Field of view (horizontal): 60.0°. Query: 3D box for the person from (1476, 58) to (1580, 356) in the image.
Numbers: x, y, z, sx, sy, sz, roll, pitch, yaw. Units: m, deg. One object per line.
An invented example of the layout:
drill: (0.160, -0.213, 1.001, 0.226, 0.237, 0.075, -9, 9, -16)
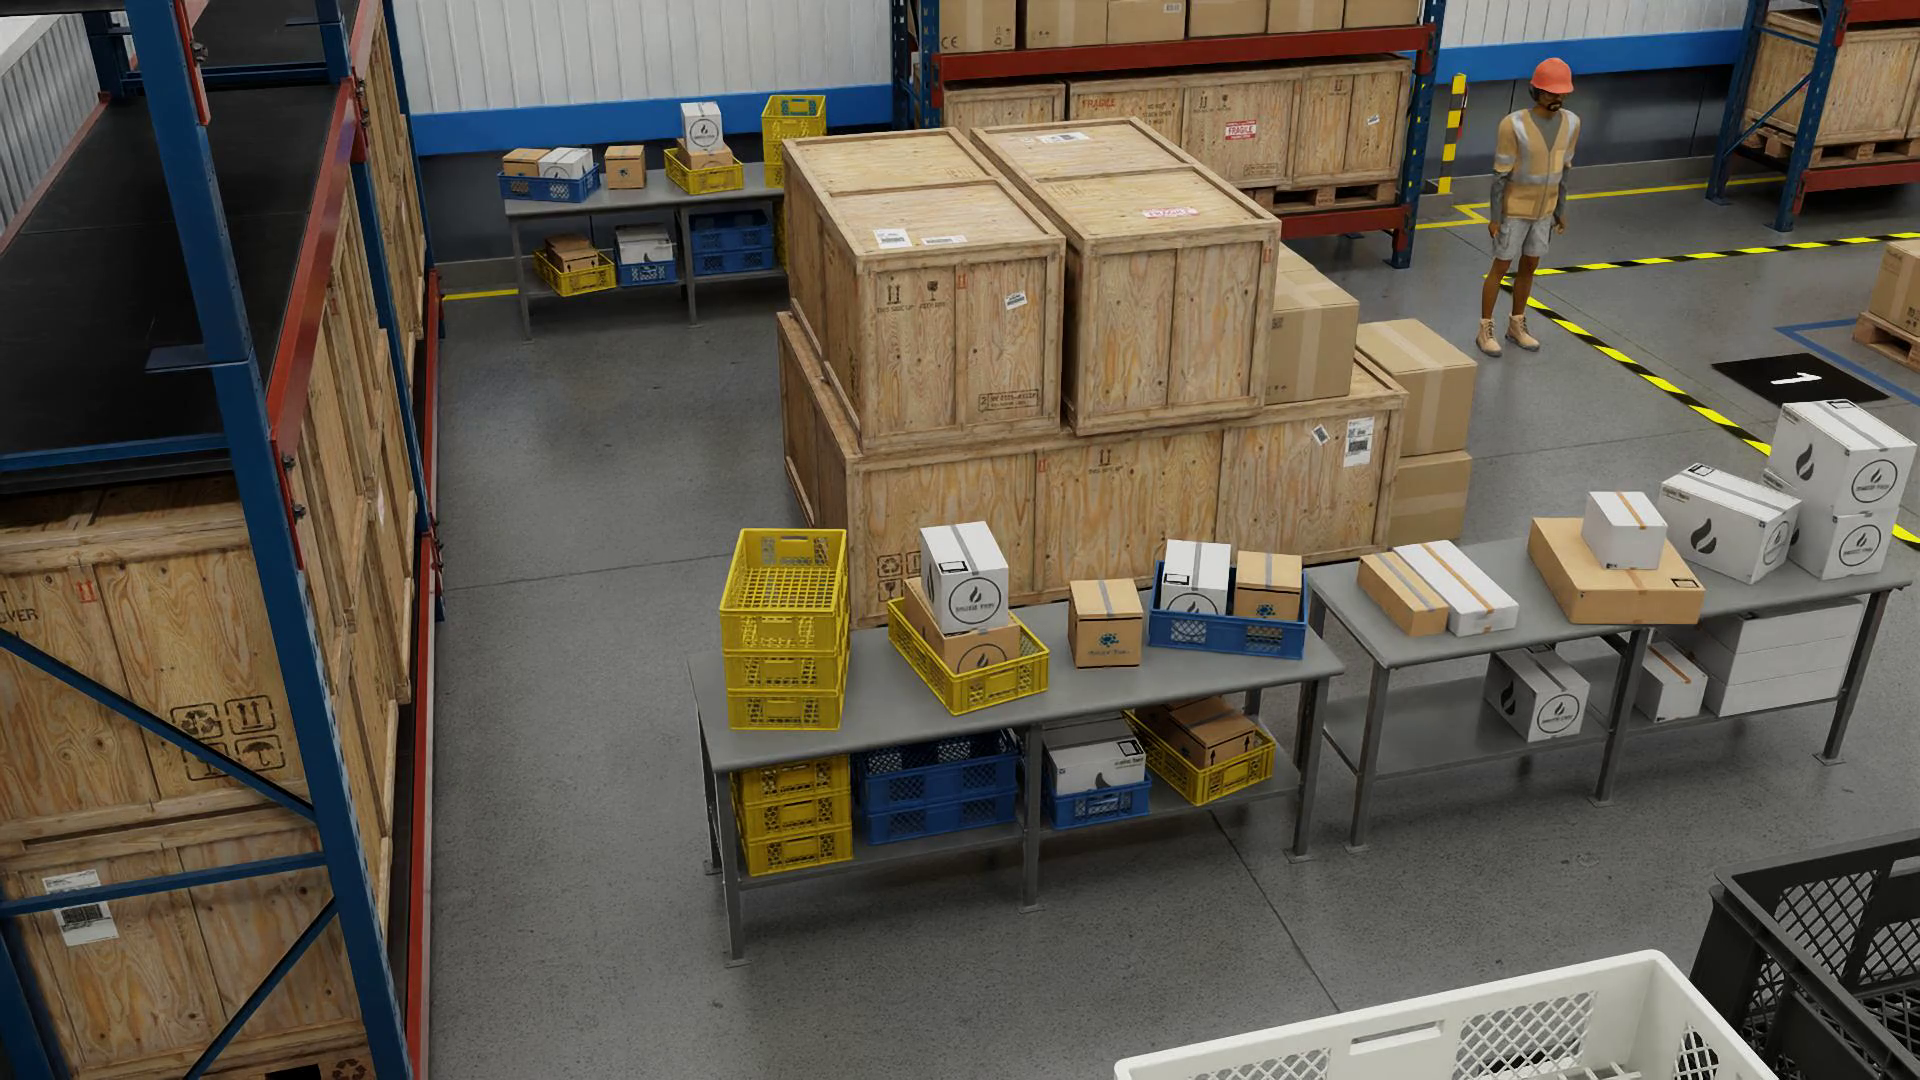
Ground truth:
person: (3.904, -2.267, 11.396, 0.605, 2.044, 0.370, -9, 30, -15)
